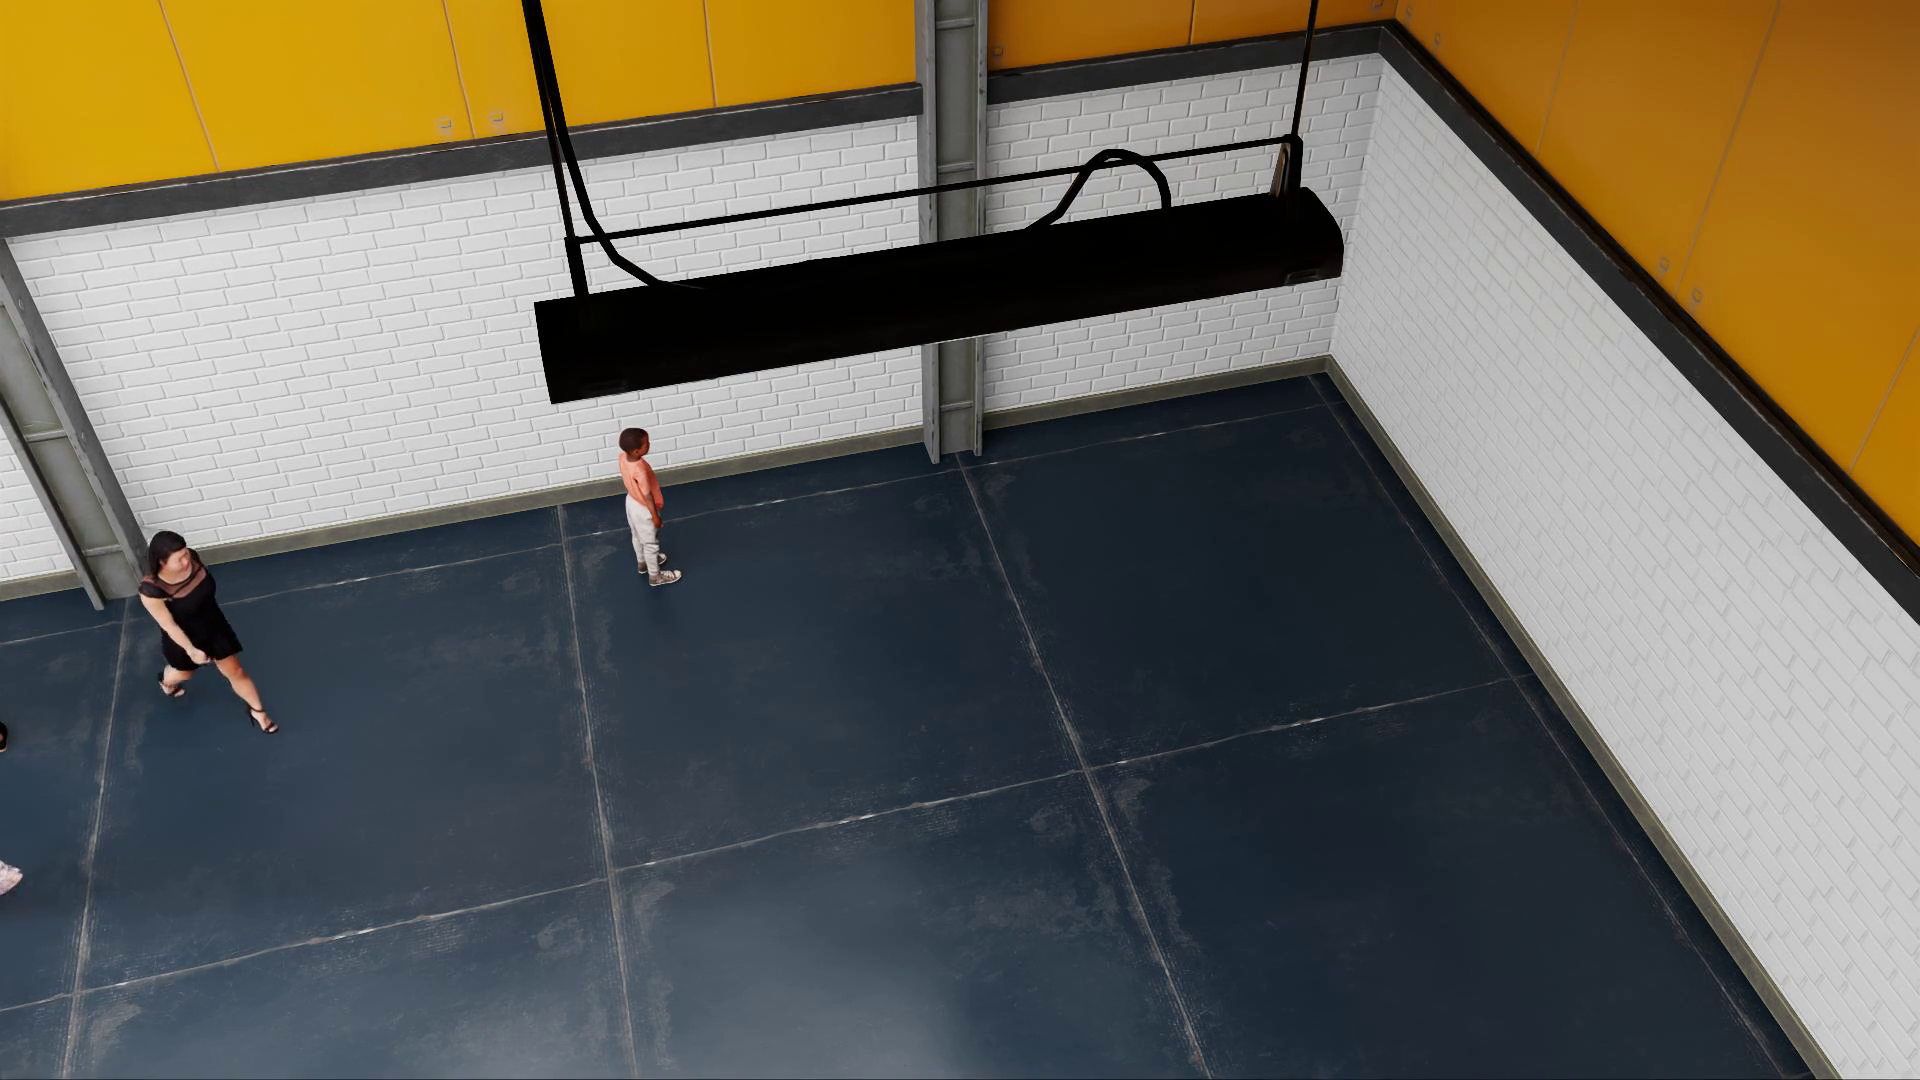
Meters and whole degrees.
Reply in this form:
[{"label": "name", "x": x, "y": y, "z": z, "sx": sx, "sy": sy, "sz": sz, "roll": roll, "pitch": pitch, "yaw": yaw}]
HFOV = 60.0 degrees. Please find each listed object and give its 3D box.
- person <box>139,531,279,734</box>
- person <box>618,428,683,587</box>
[{"label": "person", "x": -4.799, "y": 0.571, "z": 10.255, "sx": 1.178, "sy": 1.665, "sz": 1.079, "roll": 18, "pitch": 46, "yaw": 18}, {"label": "person", "x": -2.175, "y": -0.235, "z": 11.358, "sx": 0.559, "sy": 1.311, "sz": 0.548, "roll": -25, "pitch": 49, "yaw": -24}]
